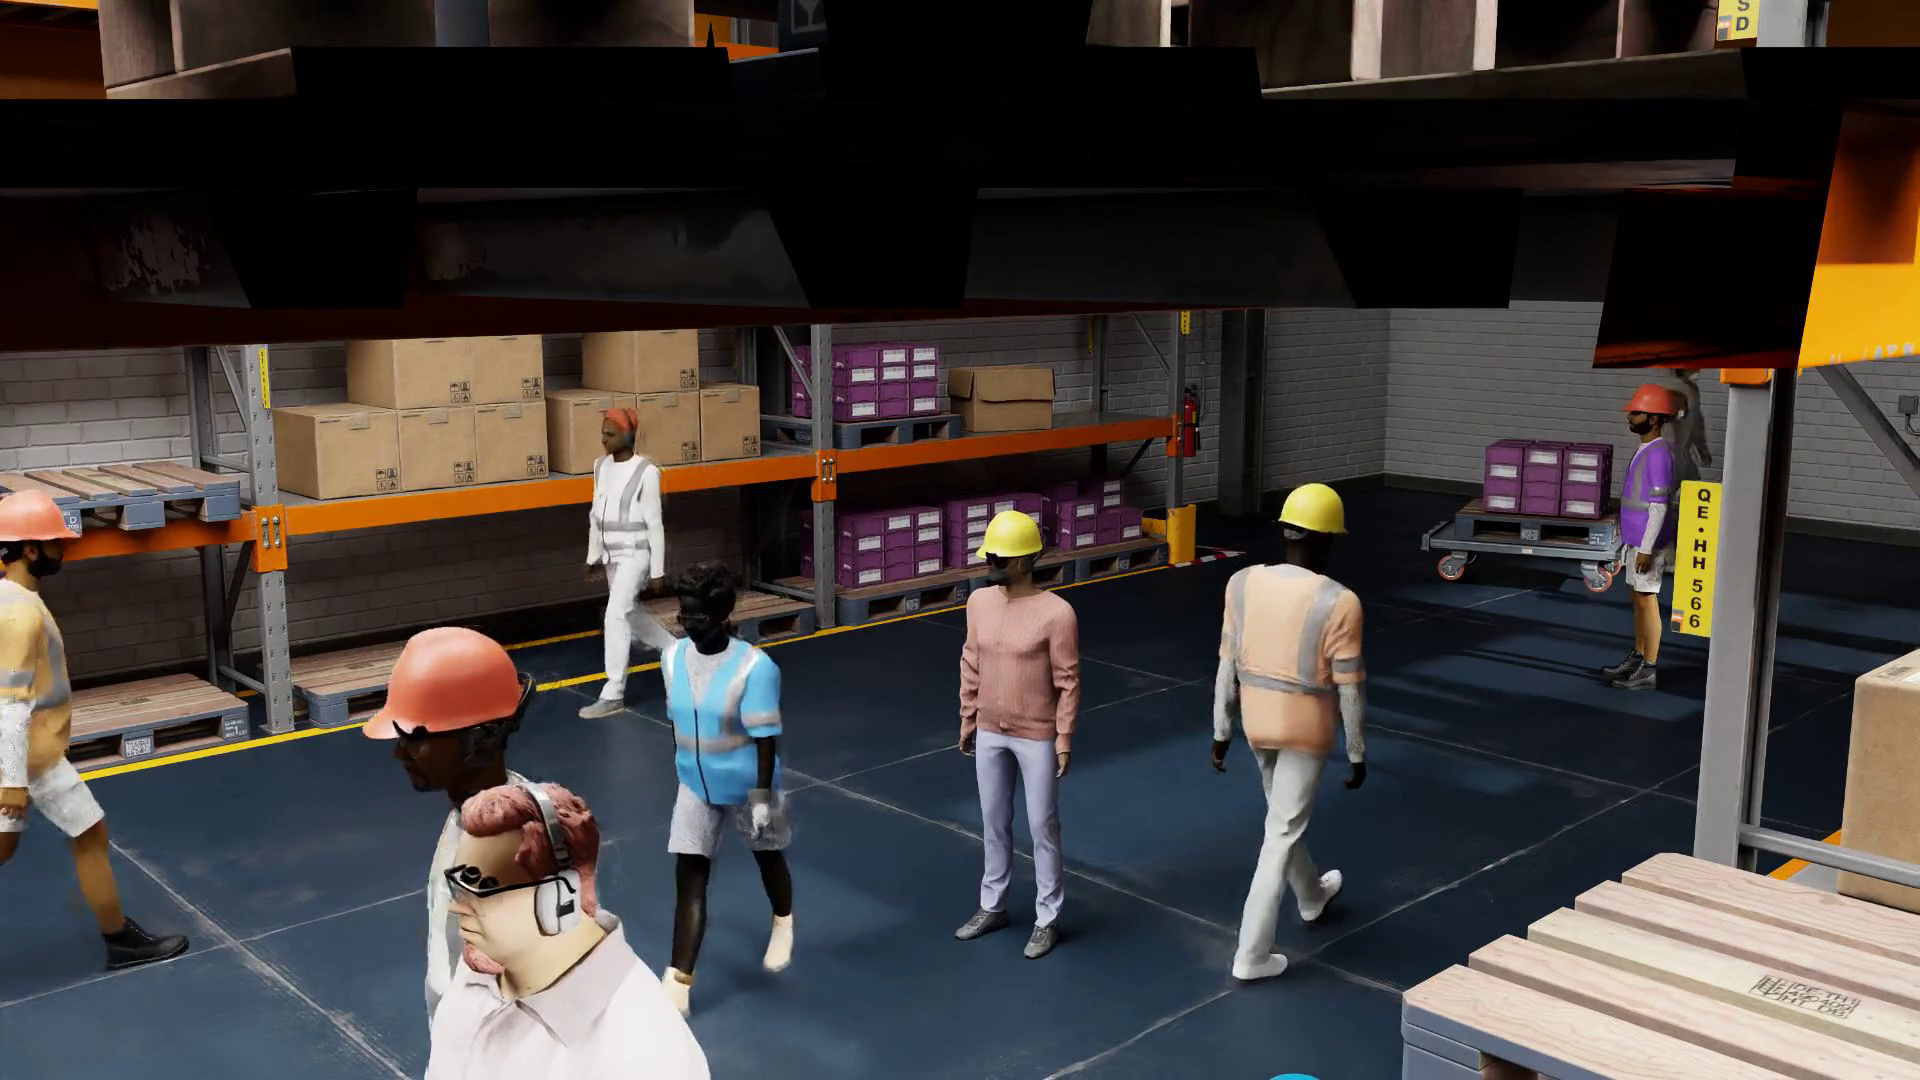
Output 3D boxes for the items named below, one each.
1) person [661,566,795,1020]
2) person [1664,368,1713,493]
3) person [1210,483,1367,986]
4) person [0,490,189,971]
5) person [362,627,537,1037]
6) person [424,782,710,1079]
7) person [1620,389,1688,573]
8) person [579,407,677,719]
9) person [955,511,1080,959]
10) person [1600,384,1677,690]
[{"bbox_3d":[-0.857,0.892,6.100,0.549,1.635,0.915,5,11,25],"label":"person"},{"bbox_3d":[6.624,-0.767,15.077,0.871,1.885,0.622,6,11,30],"label":"person"},{"bbox_3d":[1.341,0.713,6.435,0.976,1.872,0.594,-9,13,-43],"label":"person"},{"bbox_3d":[-3.504,0.761,6.149,0.985,1.894,0.559,-8,12,-38],"label":"person"},{"bbox_3d":[-0.902,1.149,3.582,1.038,1.998,0.618,-4,11,-24],"label":"person"},{"bbox_3d":[-0.692,1.326,2.768,0.643,1.909,0.409,10,14,44],"label":"person"},{"bbox_3d":[6.054,-0.520,14.472,0.736,1.607,0.515,9,13,43],"label":"person"},{"bbox_3d":[-1.955,0.107,10.079,0.851,1.855,0.577,-9,13,-42],"label":"person"},{"bbox_3d":[0.213,0.756,6.520,0.533,1.766,0.318,7,12,35],"label":"person"},{"bbox_3d":[4.316,-0.018,10.532,0.354,1.942,0.545,2,10,13],"label":"person"}]
